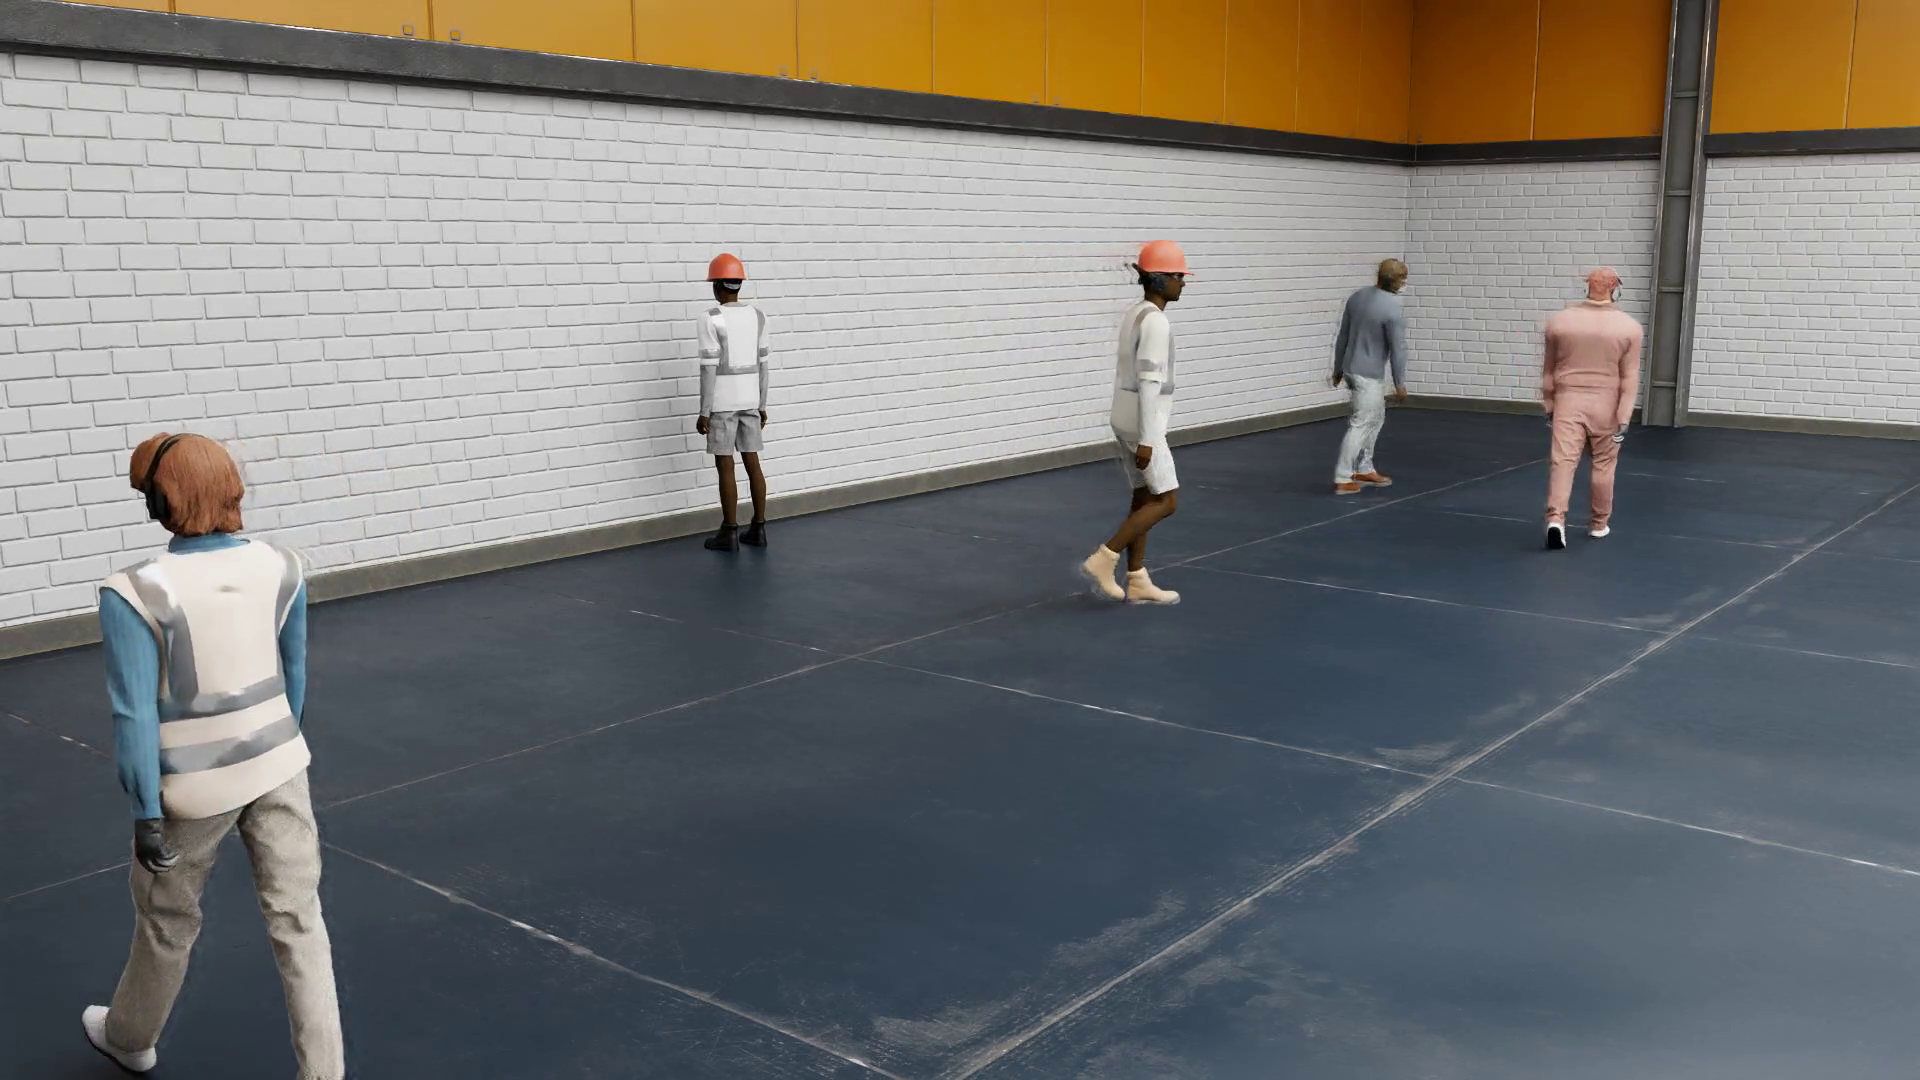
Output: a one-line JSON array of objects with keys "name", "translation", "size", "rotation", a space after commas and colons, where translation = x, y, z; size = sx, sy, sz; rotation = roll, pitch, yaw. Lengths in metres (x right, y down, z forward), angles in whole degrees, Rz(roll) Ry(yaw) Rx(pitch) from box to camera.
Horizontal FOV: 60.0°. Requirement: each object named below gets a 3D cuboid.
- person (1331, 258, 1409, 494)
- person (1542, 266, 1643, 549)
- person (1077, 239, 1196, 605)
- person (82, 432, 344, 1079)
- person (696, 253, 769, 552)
[{"name": "person", "translation": [3.298, -1.288, 13.219], "size": [0.680, 1.884, 0.714], "rotation": [-3, 11, -15]}, {"name": "person", "translation": [4.157, -0.881, 11.027], "size": [0.633, 1.861, 0.983], "rotation": [6, 12, 28]}, {"name": "person", "translation": [0.992, -0.618, 9.081], "size": [0.546, 2.029, 0.613], "rotation": [-1, 10, -8]}, {"name": "person", "translation": [-1.738, 0.546, 3.833], "size": [0.875, 1.587, 0.532], "rotation": [7, 12, 34]}, {"name": "person", "translation": [-1.503, -0.894, 10.873], "size": [0.551, 1.934, 0.373], "rotation": [-10, 14, -44]}]
